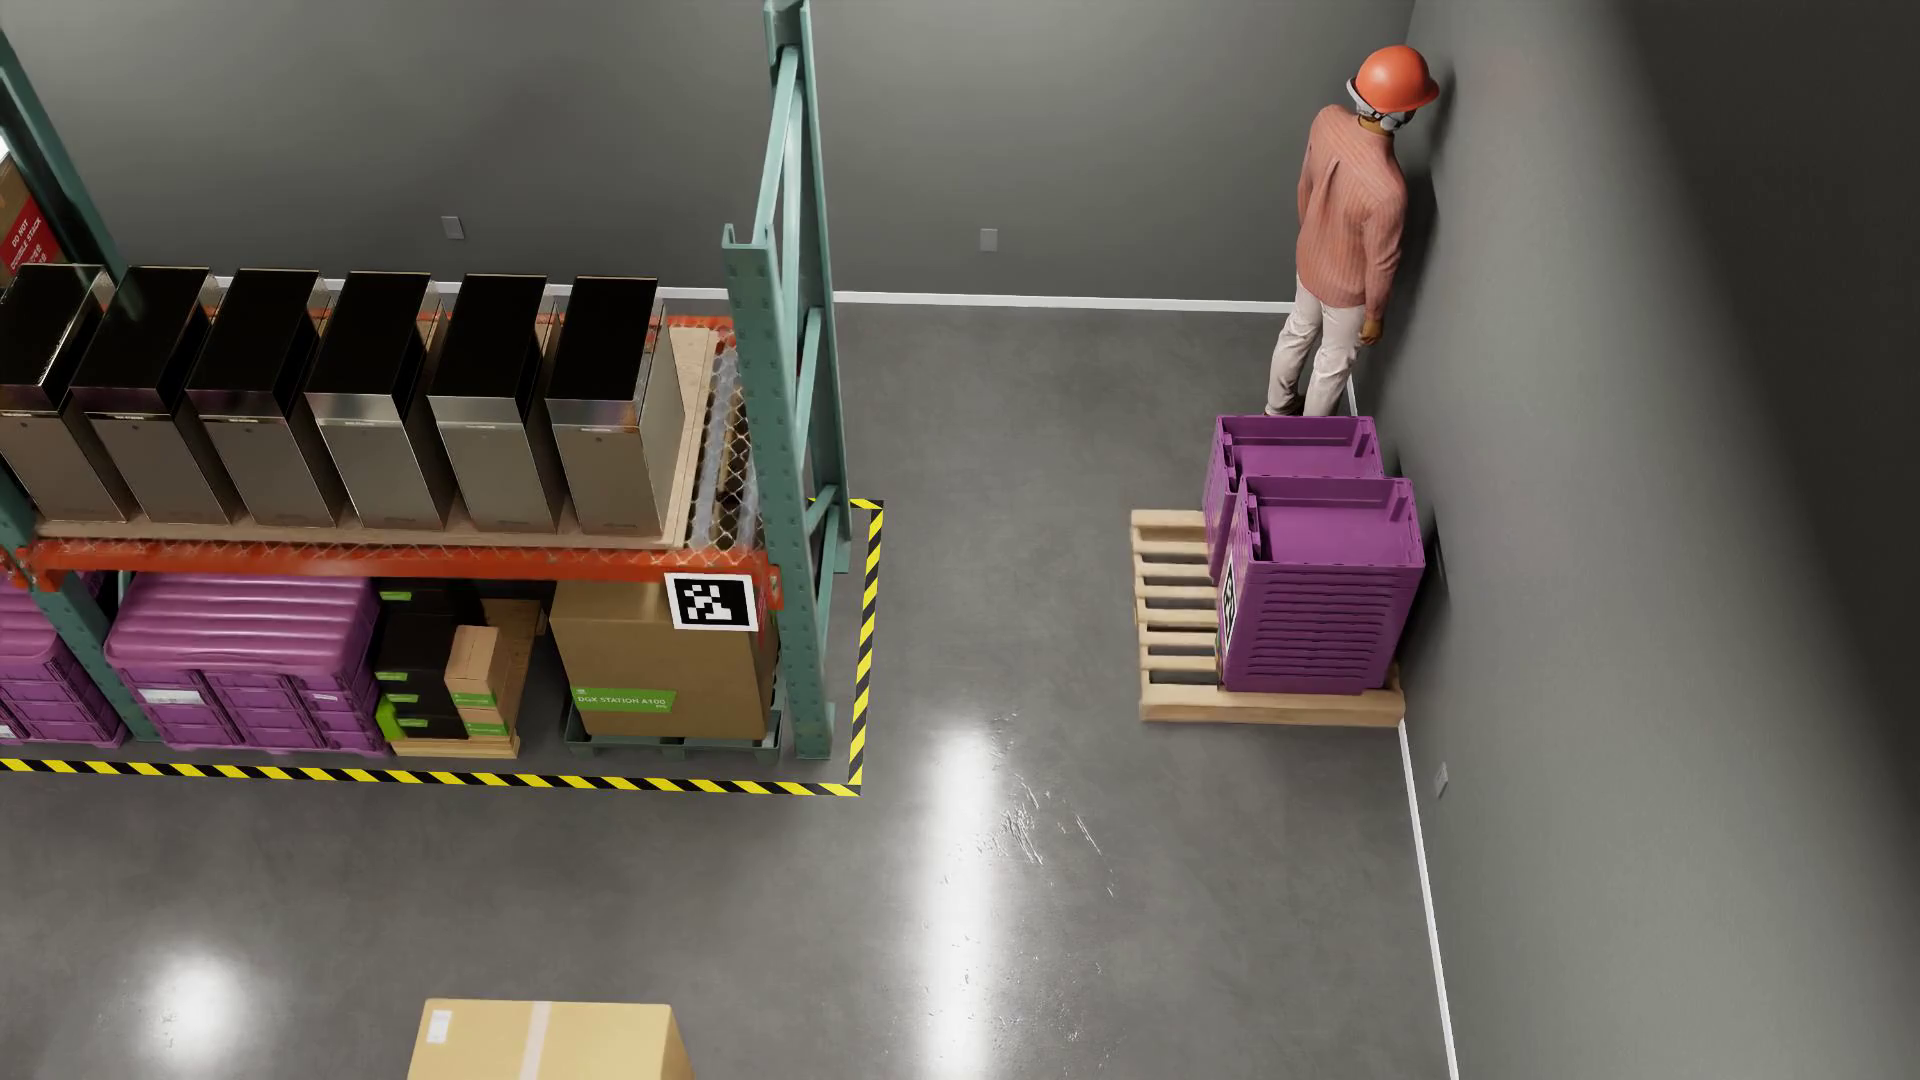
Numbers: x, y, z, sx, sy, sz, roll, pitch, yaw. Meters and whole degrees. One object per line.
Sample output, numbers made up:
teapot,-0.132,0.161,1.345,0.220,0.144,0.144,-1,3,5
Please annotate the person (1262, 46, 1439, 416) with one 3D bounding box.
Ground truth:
person,1.501,-1.057,6.490,0.377,1.995,0.608,-17,54,-13
